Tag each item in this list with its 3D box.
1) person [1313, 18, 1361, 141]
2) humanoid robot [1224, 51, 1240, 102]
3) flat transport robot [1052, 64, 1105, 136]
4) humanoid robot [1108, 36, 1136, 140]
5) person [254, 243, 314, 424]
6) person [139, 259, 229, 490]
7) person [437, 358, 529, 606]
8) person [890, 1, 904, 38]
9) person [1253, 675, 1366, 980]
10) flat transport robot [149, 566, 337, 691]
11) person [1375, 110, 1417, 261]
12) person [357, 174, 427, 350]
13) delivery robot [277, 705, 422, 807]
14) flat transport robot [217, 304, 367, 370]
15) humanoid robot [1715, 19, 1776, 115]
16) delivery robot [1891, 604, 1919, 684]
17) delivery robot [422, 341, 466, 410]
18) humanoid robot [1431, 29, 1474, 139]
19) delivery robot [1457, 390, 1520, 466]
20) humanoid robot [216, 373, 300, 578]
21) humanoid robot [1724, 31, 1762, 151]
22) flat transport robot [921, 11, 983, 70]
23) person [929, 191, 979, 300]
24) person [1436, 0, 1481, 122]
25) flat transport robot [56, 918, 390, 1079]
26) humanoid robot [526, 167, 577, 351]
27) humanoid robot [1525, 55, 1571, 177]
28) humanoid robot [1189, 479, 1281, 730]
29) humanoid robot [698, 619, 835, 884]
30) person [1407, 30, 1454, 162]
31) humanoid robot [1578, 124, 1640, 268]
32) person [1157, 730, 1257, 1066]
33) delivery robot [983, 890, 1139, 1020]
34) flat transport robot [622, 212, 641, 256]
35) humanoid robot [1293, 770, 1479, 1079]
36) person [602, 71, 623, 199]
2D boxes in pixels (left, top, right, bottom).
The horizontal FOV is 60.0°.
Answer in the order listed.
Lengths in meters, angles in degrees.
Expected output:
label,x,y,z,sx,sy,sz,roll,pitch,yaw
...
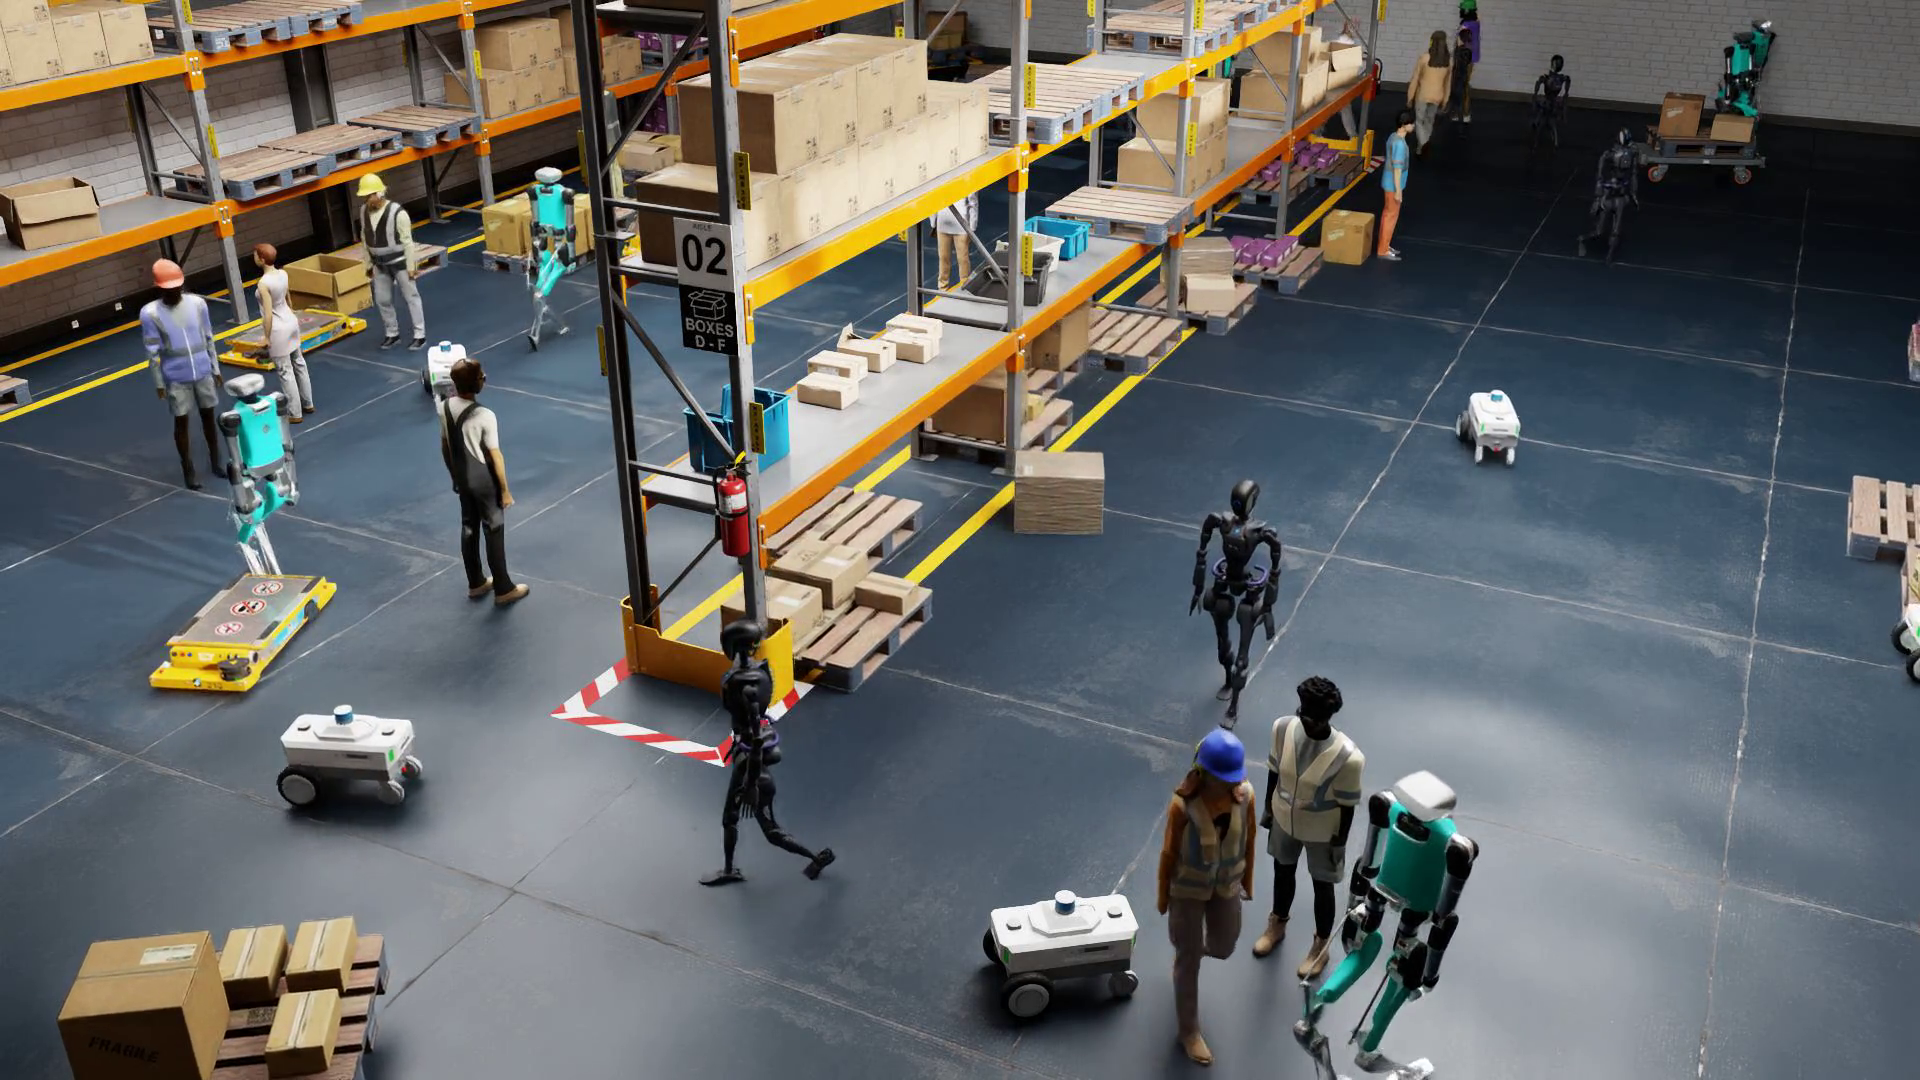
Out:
label,x,y,z,sx,sy,sz,roll,pitch,yaw
person,5.746,-6.778,24.674,0.972,1.853,0.667,8,27,16
humanoid robot,3.629,-6.478,24.245,1.048,1.742,0.559,-12,29,-23
flat transport robot,1.481,-6.446,25.798,1.431,0.231,0.659,7,27,13
humanoid robot,2.492,-6.892,25.110,0.473,1.646,0.601,2,26,5
person,-6.121,-1.864,14.971,0.285,1.662,0.441,4,27,8
person,-6.338,-1.368,13.664,0.369,1.935,0.550,23,35,39
person,-3.417,-0.409,11.829,0.512,1.843,0.328,13,29,24
person,-1.094,-9.547,30.322,0.370,1.823,0.498,4,27,8
person,1.735,1.415,8.312,0.532,1.693,0.320,23,35,39
flat transport robot,-4.957,0.602,11.563,0.659,0.231,1.431,2,26,5
person,5.107,-4.157,19.498,0.333,1.758,0.503,3,27,7
person,-5.714,-2.766,16.631,0.594,1.813,0.452,10,28,20
delivery robot,-3.652,1.268,9.910,0.805,0.609,0.499,2,26,5
flat transport robot,-6.804,-2.073,16.965,0.659,0.231,1.431,10,28,20
humanoid robot,11.874,-7.043,25.366,0.533,1.811,0.700,-10,28,-20
delivery robot,6.691,0.667,11.100,0.741,0.587,0.525,7,27,13
delivery robot,-4.802,-1.578,15.628,0.499,0.582,0.773,-8,27,-16
humanoid robot,7.470,-6.907,25.174,0.698,1.634,0.593,1,26,3
delivery robot,4.646,-1.021,14.506,0.499,0.585,0.765,4,27,7
humanoid robot,-5.058,-0.351,11.856,0.679,1.825,0.537,16,30,29
humanoid robot,11.507,-6.410,24.137,0.545,1.767,0.999,-11,28,-21
flat transport robot,-0.357,-8.809,30.572,1.431,0.231,0.659,-15,30,-28
person,-0.081,-3.398,17.968,0.570,1.750,0.328,11,28,21
person,7.837,-7.593,26.276,0.818,1.901,0.566,15,30,28
flat transport robot,-3.350,2.439,7.852,0.659,0.231,1.431,-4,27,-9
humanoid robot,-4.272,-2.806,16.814,0.541,1.767,0.936,10,28,20
humanoid robot,8.171,-5.877,23.063,0.593,1.644,0.563,-6,27,-12
humanoid robot,1.707,0.375,10.455,0.587,1.627,0.713,13,29,25
humanoid robot,-1.065,1.157,8.906,0.729,1.649,0.614,-7,27,-14
person,6.711,-6.310,23.740,0.605,1.847,0.721,0,26,-1
humanoid robot,7.562,-4.021,19.324,0.600,1.646,0.555,-8,27,-16
person,1.139,1.598,7.871,0.481,1.755,0.622,-8,28,-16
delivery robot,0.516,2.024,8.351,0.774,0.581,0.499,-5,27,-9
flat transport robot,-3.714,-3.755,20.363,0.659,0.231,1.431,-1,26,-2
humanoid robot,1.815,1.880,7.358,0.870,1.796,0.558,-19,32,-33
person,-4.516,-5.071,21.242,0.389,1.847,0.562,6,27,11
